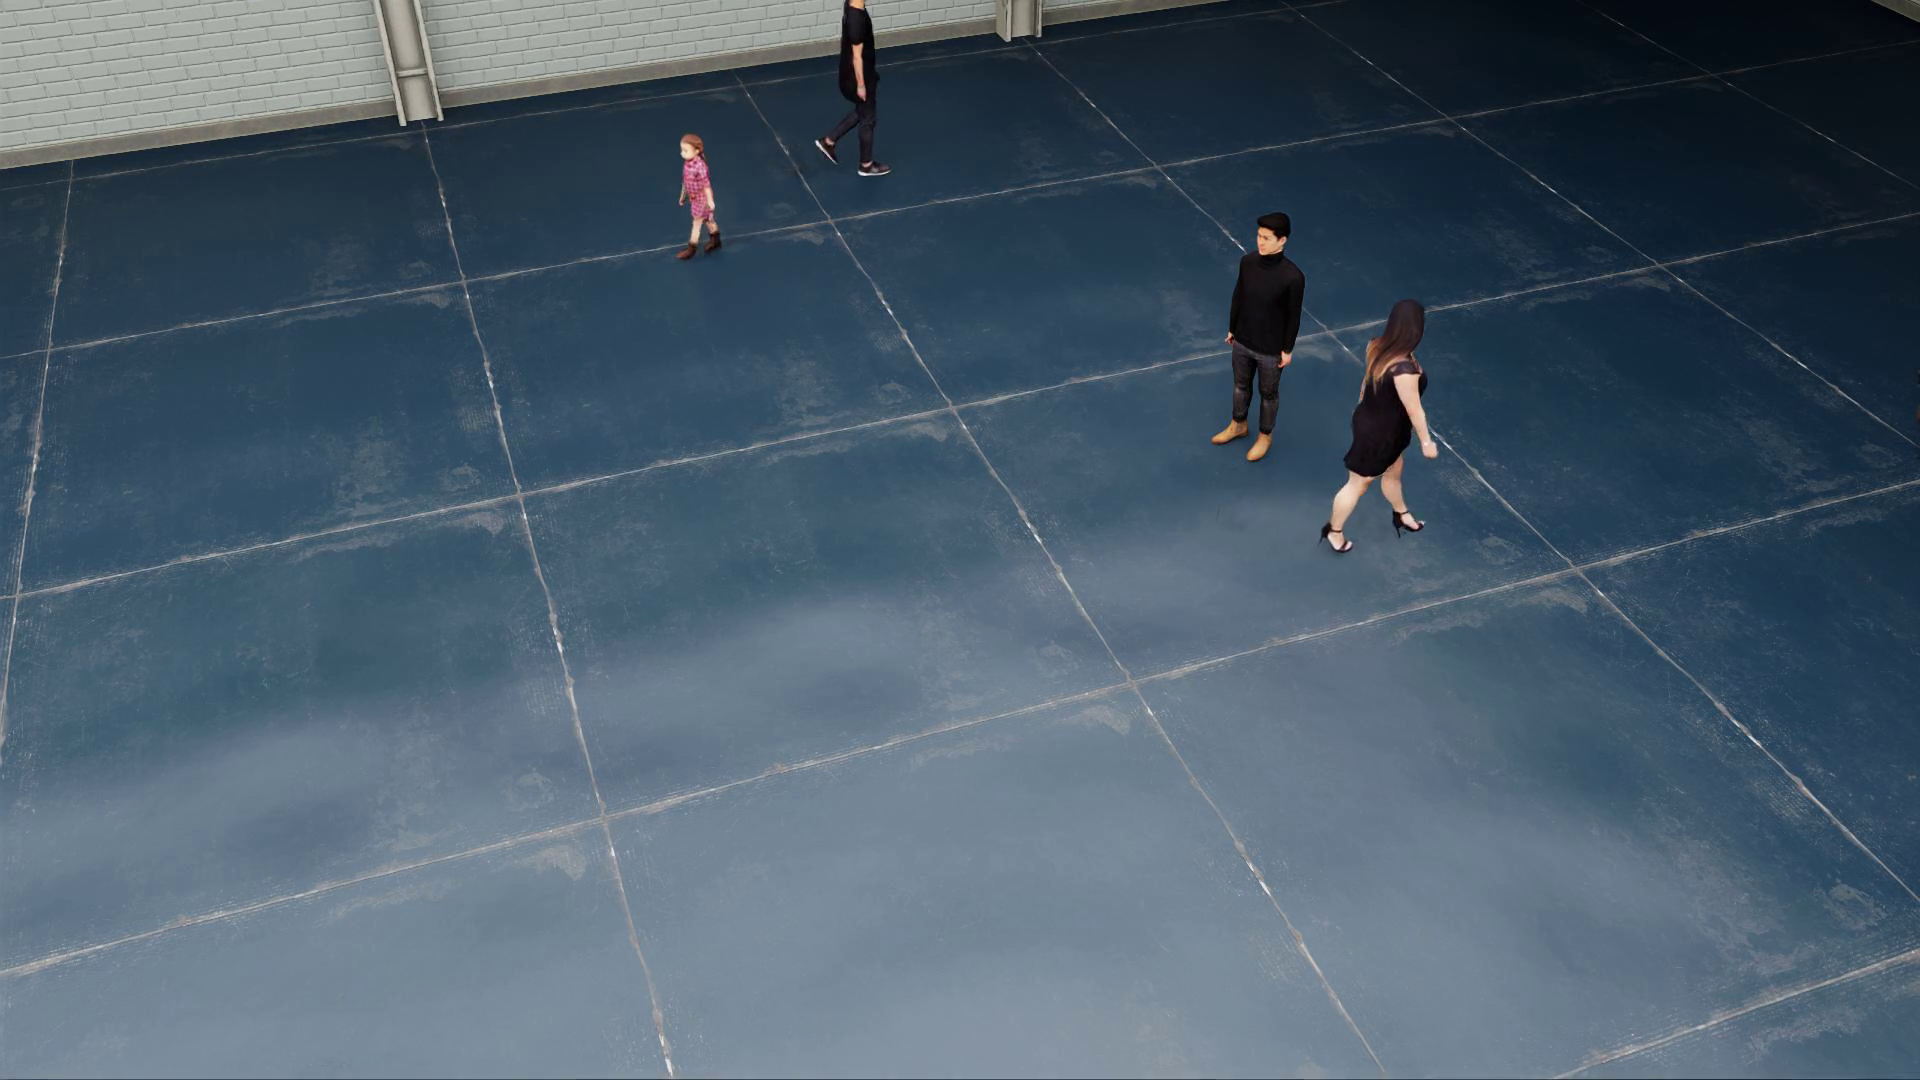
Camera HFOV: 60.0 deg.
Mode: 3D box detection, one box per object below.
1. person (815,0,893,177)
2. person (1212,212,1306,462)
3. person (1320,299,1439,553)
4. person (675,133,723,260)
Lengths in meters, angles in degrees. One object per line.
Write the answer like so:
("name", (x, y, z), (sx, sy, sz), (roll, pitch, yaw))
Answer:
("person", (-0.929, -3.940, 13.993), (0.964, 1.854, 0.816), (-3, 38, -4))
("person", (1.952, -1.325, 10.757), (0.685, 1.722, 0.723), (-31, 48, -34))
("person", (2.405, -0.616, 9.889), (1.010, 1.676, 0.847), (0, 38, 0))
("person", (-2.016, -2.742, 13.150), (0.709, 1.006, 0.550), (-26, 45, -29))
